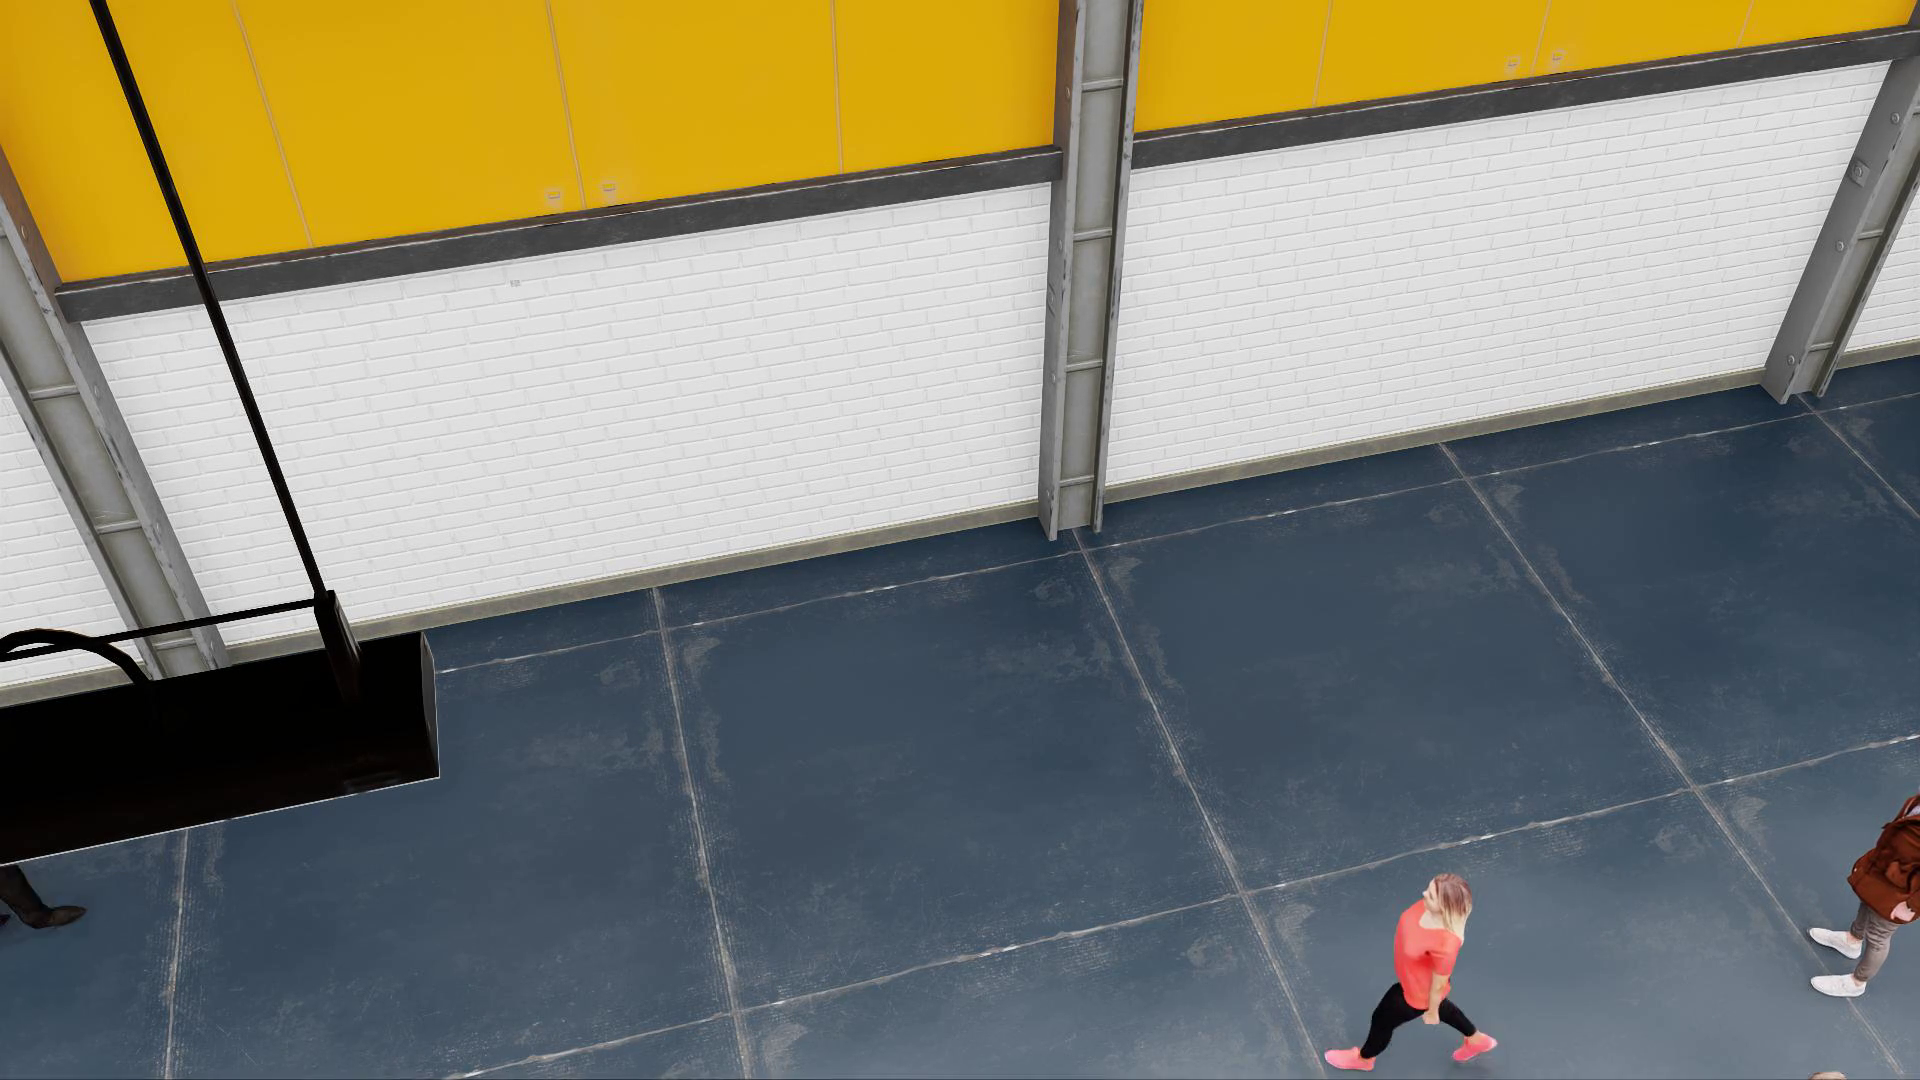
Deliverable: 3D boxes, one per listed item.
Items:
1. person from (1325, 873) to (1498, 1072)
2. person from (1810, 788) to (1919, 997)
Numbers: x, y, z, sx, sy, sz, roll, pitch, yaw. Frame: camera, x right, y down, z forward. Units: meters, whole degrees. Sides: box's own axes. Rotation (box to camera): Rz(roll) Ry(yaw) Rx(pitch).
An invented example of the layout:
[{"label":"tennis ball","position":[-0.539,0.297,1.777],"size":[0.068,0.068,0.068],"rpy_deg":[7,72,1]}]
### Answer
[{"label":"person","position":[2.411,2.227,8.373],"size":[1.175,1.666,0.867],"rpy_deg":[5,44,5]},{"label":"person","position":[4.973,1.758,8.740],"size":[0.882,1.839,0.846],"rpy_deg":[12,45,12]}]
